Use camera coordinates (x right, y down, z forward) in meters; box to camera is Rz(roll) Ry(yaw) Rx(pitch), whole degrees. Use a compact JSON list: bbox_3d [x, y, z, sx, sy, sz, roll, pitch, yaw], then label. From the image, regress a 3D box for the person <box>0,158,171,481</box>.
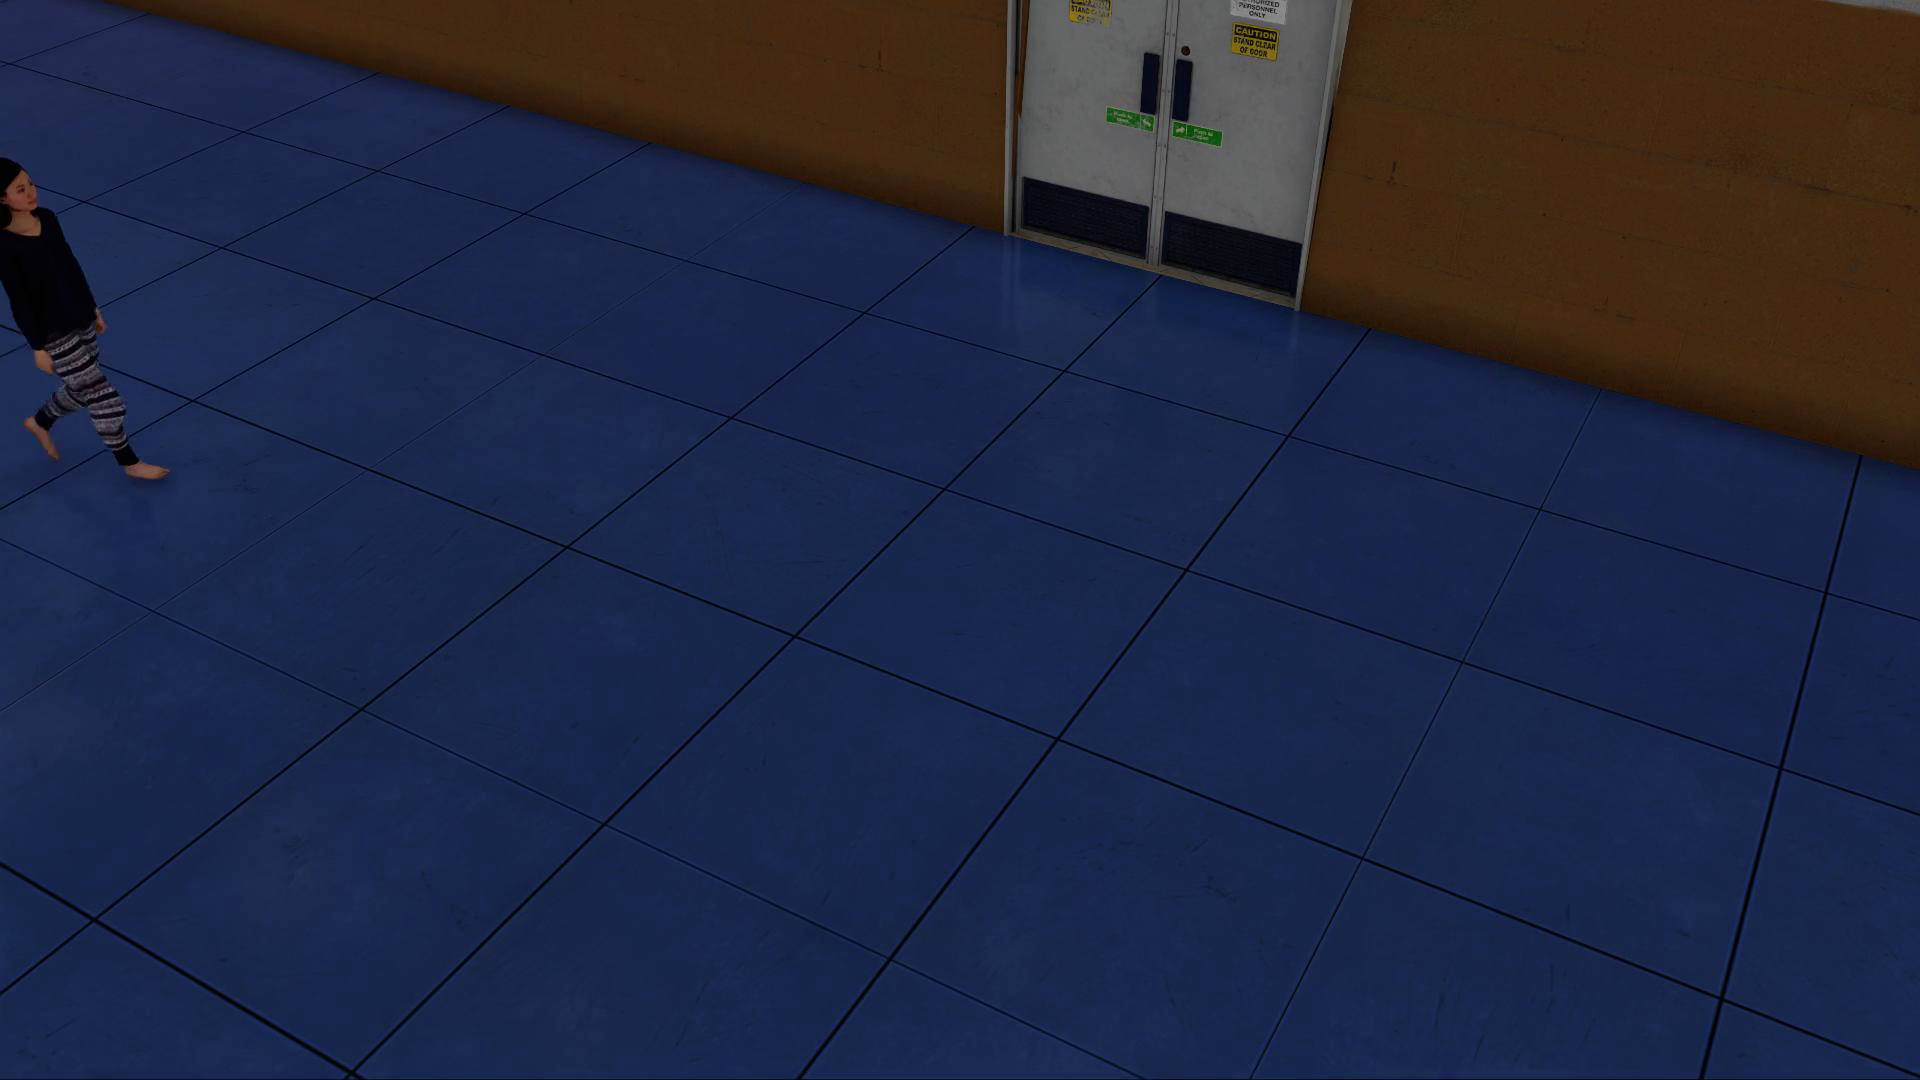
[{"bbox_3d":[-4.418,-1.034,8.043,0.905,1.713,1.014,5,37,7],"label":"person"}]
